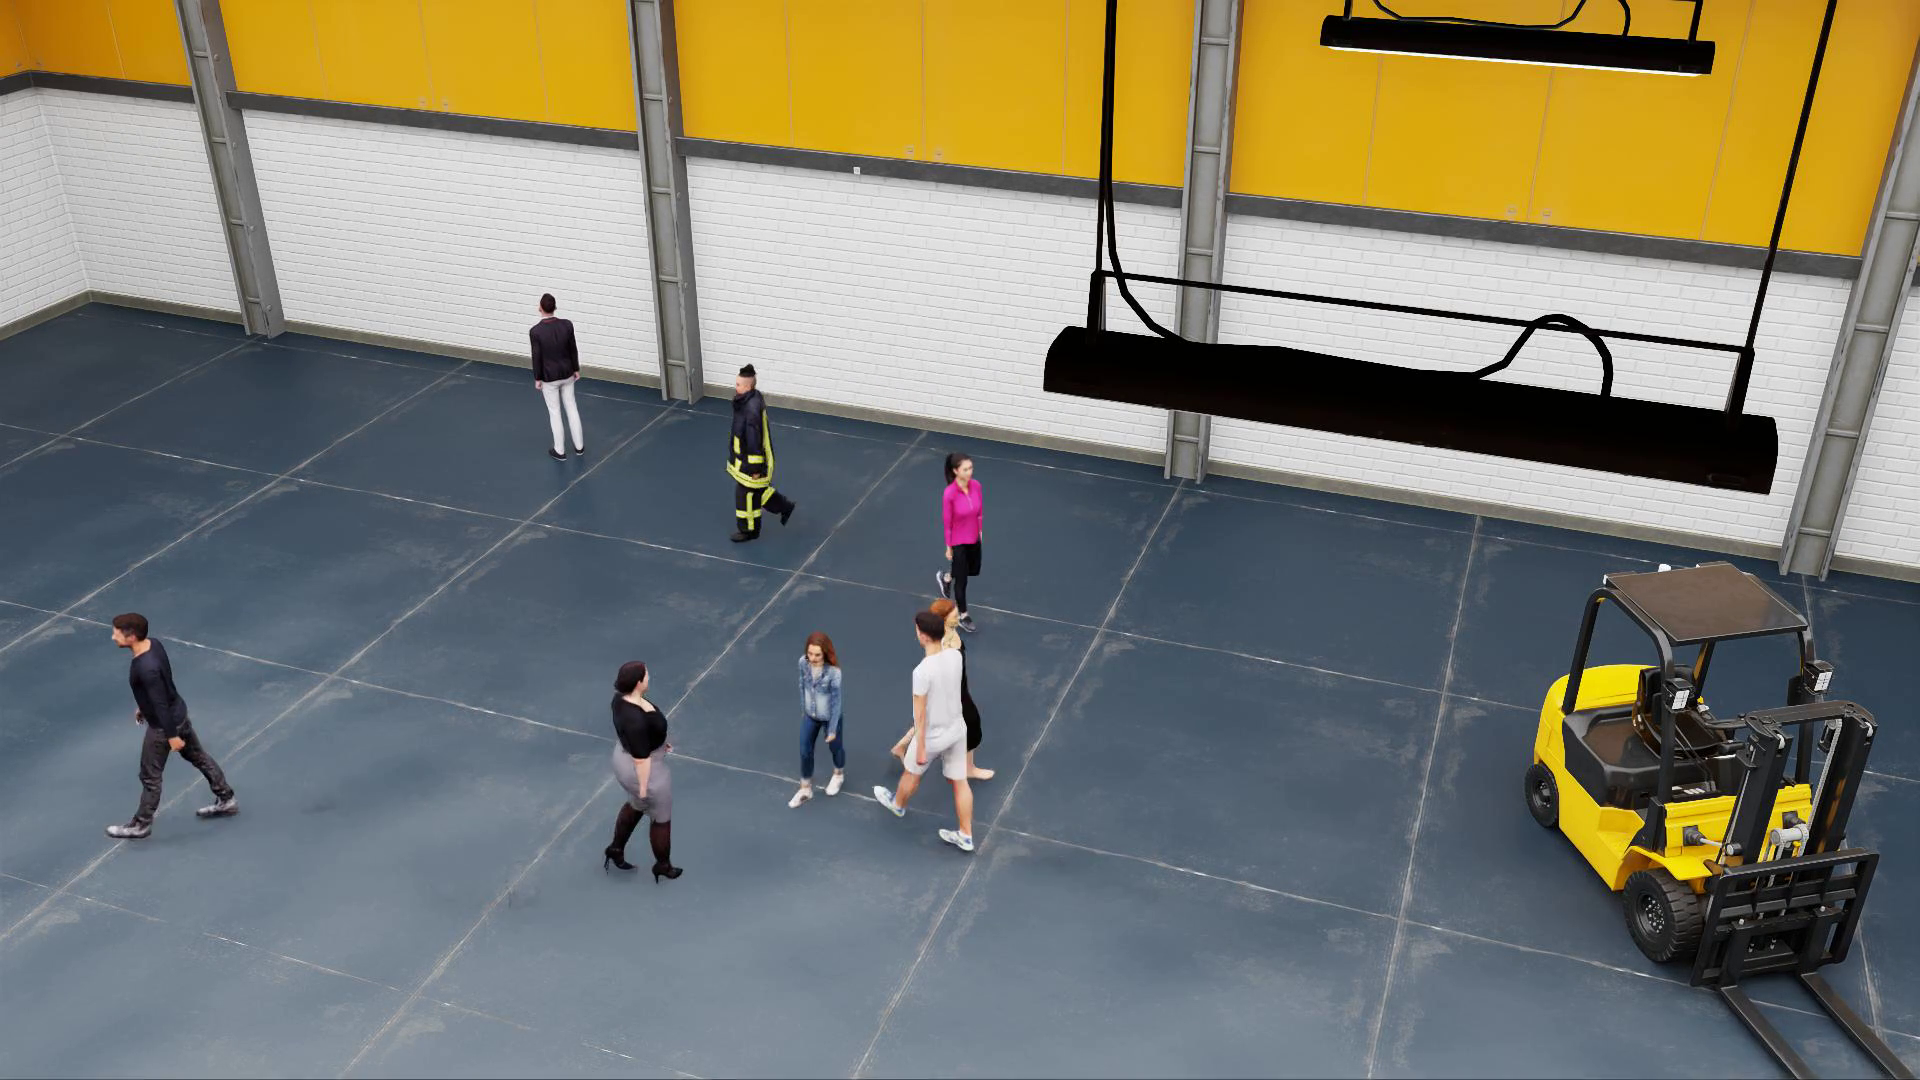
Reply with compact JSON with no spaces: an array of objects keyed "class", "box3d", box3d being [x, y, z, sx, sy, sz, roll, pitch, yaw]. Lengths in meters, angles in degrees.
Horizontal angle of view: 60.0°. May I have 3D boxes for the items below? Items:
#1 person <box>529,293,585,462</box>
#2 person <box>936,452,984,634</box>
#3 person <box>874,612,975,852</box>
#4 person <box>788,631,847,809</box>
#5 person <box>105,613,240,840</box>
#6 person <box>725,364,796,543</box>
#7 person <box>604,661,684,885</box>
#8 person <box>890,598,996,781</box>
[{"class":"person","box3d":[-4.279,-1.737,17.665,0.734,1.844,0.769,-16,33,-27]},{"class":"person","box3d":[-0.030,-0.021,14.688,0.850,1.682,0.992,-21,35,-33]},{"class":"person","box3d":[-0.072,1.428,11.913,1.268,1.796,1.037,22,36,34]},{"class":"person","box3d":[-0.984,1.283,12.529,0.716,1.460,0.664,13,31,22]},{"class":"person","box3d":[-5.661,1.313,12.090,1.205,1.829,1.067,-8,30,-14]},{"class":"person","box3d":[-1.928,-0.845,16.030,1.057,1.845,0.965,-4,29,-8]},{"class":"person","box3d":[-2.307,1.633,11.603,0.988,1.733,0.933,-11,30,-19]},{"class":"person","box3d":[-0.178,1.142,12.649,1.108,1.594,0.798,0,29,0]}]
